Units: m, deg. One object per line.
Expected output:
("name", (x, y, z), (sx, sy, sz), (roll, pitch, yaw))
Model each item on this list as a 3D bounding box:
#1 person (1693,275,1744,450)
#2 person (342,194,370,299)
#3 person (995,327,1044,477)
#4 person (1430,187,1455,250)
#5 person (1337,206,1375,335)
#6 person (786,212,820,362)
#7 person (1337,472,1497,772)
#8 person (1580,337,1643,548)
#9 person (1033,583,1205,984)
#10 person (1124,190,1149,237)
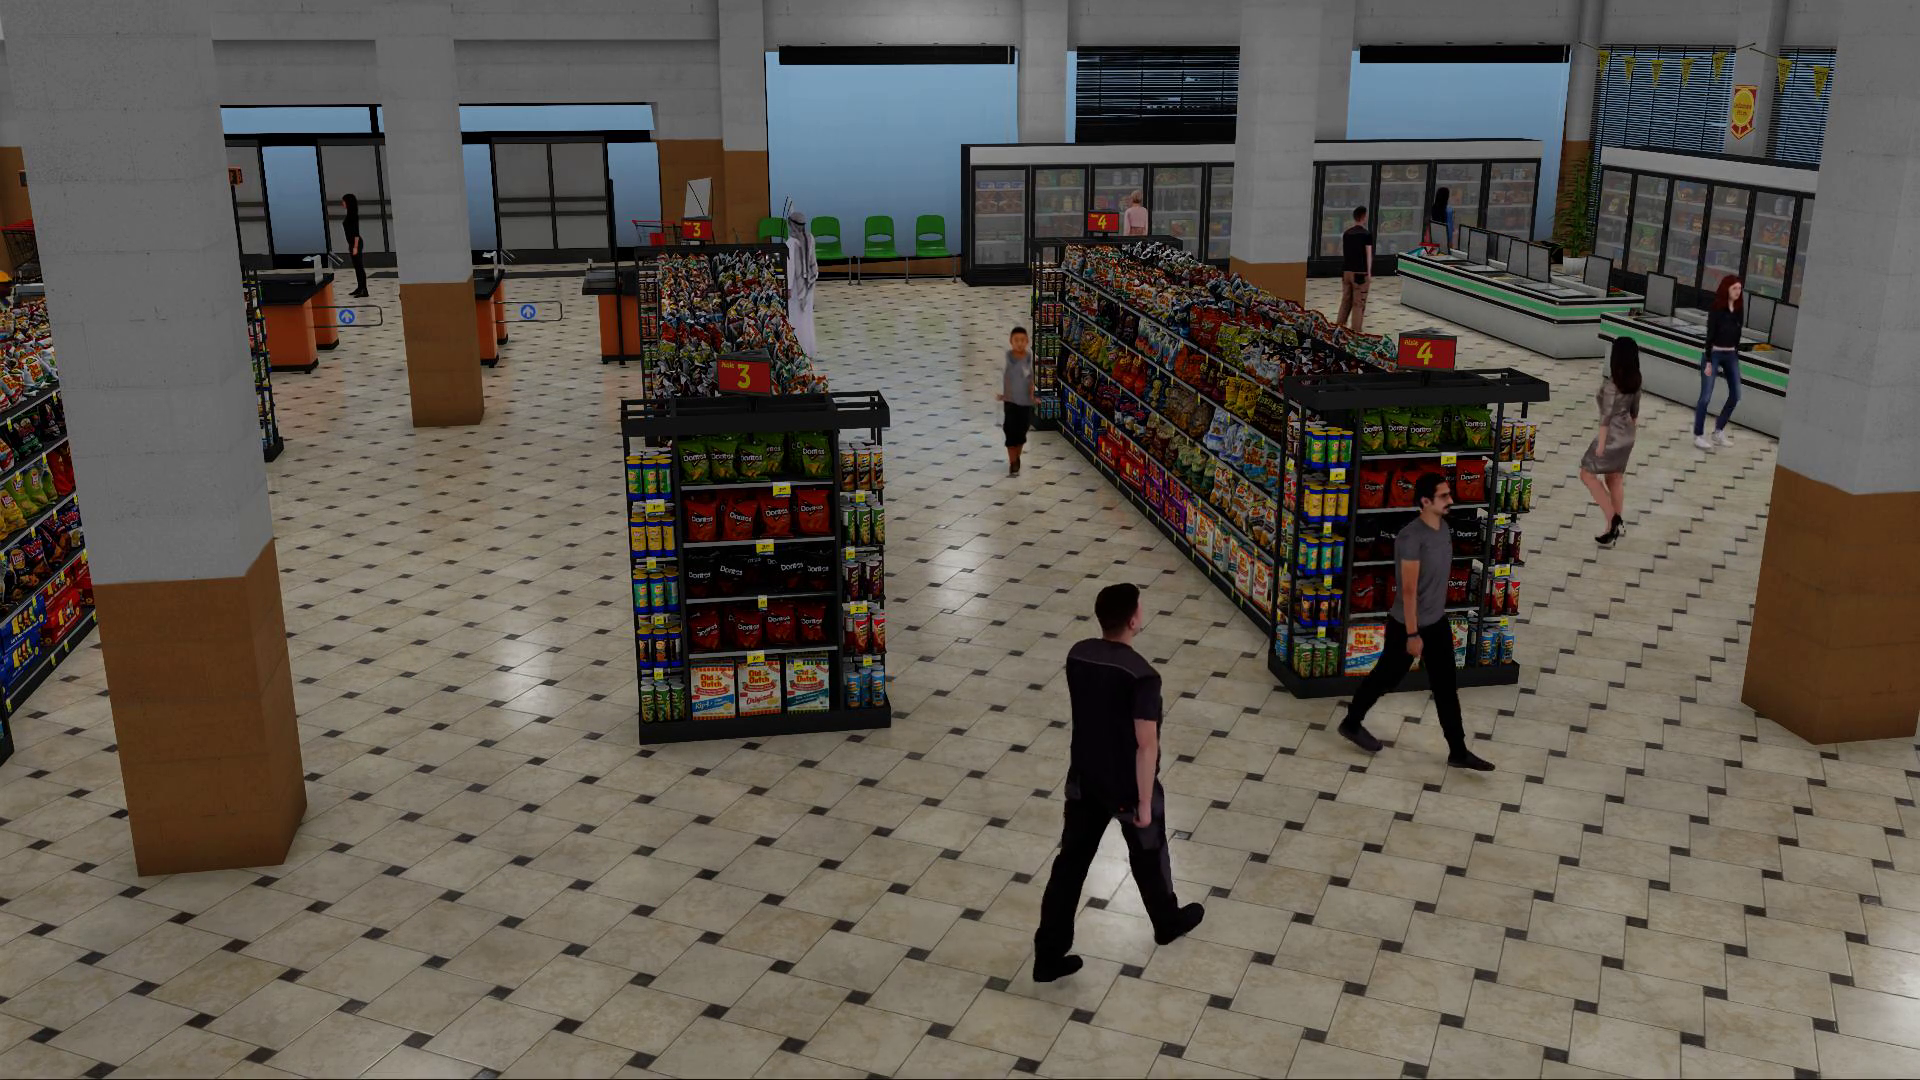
("person", (7.642, -1.805, 16.892), (0.574, 1.774, 0.622), (-3, 17, -9))
("person", (-9.758, -4.761, 26.853), (0.694, 1.642, 0.557), (-10, 20, -30))
("person", (0.557, -1.427, 16.224), (0.627, 1.439, 0.858), (-2, 17, -6))
("person", (7.854, -4.909, 27.218), (0.726, 1.712, 0.572), (-9, 19, -28))
("person", (5.453, -3.671, 22.926), (0.809, 1.838, 0.659), (-10, 19, -29))
("person", (-2.063, -3.247, 21.375), (0.859, 1.927, 0.783), (9, 19, 27))
("person", (2.540, 0.467, 9.518), (1.243, 1.711, 1.090), (15, 22, 40))
("person", (5.399, -0.775, 13.565), (0.727, 1.735, 0.768), (-11, 20, -31))
("person", (0.602, 1.109, 7.255), (1.215, 1.797, 1.285), (-14, 22, -39))
("person", (2.848, -4.808, 26.920), (0.626, 1.692, 0.611), (-6, 18, -20))
